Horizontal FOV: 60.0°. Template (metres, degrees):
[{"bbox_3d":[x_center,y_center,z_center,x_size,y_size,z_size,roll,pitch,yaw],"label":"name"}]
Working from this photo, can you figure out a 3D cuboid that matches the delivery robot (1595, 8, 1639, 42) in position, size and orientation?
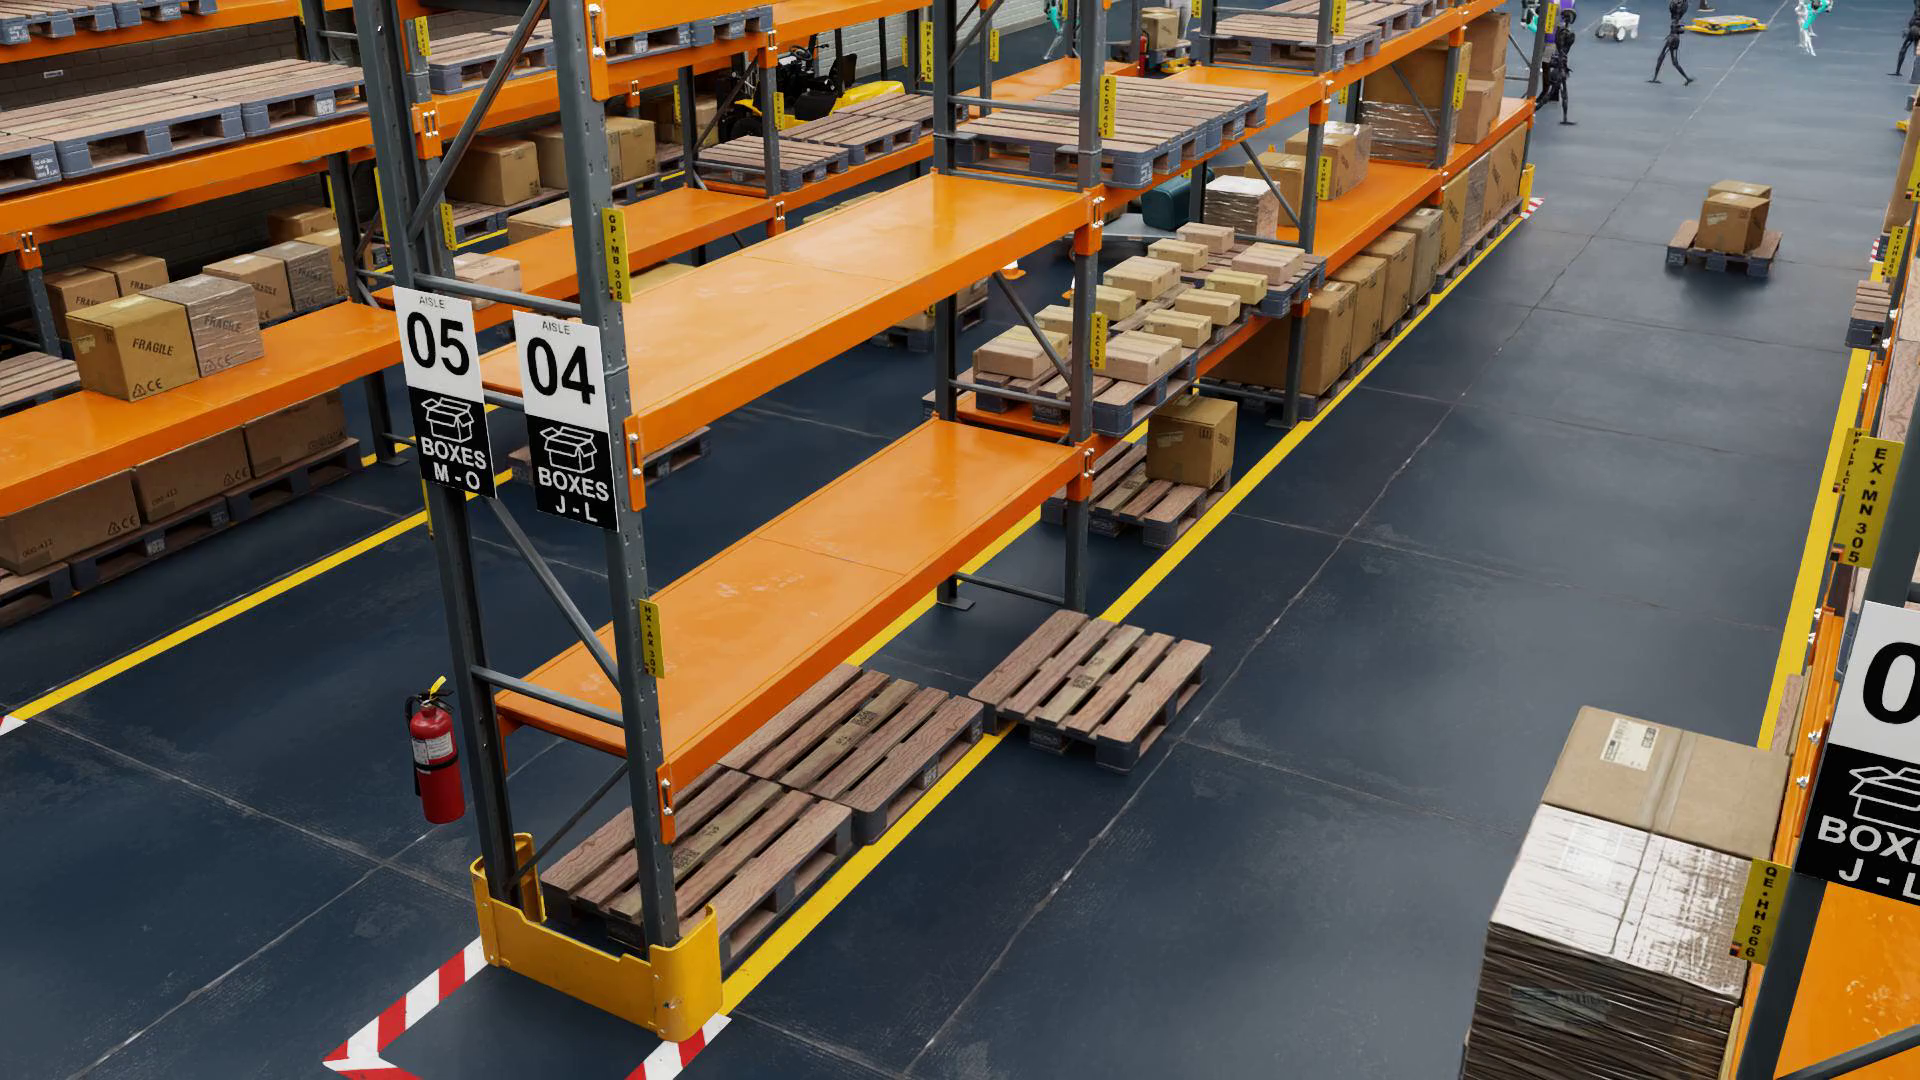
[{"bbox_3d":[12.256,-9.584,30.928,0.770,0.595,0.499,-16,30,-29],"label":"delivery robot"}]

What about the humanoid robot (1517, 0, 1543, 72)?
[{"bbox_3d":[9.692,-8.631,27.625,0.534,1.779,0.856,-18,31,-33],"label":"humanoid robot"}]

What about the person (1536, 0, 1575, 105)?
[{"bbox_3d":[8.989,-7.599,25.192,0.601,1.957,0.382,-18,31,-33],"label":"person"}]

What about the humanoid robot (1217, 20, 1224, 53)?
[{"bbox_3d":[3.480,-6.281,22.808,0.596,1.631,0.735,19,32,34],"label":"humanoid robot"}]

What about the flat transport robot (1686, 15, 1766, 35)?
[{"bbox_3d":[14.662,-9.852,31.813,1.431,0.231,0.659,-13,28,-24],"label":"flat transport robot"}]

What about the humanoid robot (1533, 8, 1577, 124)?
[{"bbox_3d":[8.583,-6.791,23.887,0.764,1.637,0.601,12,28,23],"label":"humanoid robot"}]

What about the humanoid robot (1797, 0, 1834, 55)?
[{"bbox_3d":[15.071,-9.476,29.377,0.544,1.803,0.802,-15,29,-28],"label":"humanoid robot"}]

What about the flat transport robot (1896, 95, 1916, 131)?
[{"bbox_3d":[14.136,-5.870,23.540,1.431,0.231,0.659,0,26,0],"label":"flat transport robot"}]

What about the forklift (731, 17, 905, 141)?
[{"bbox_3d":[-1.819,-5.975,21.543,2.313,2.155,1.214,14,29,26],"label":"forklift"}]

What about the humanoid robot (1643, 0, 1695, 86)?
[{"bbox_3d":[11.497,-8.111,26.636,0.743,1.654,0.616,10,27,20],"label":"humanoid robot"}]

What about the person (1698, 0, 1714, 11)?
[{"bbox_3d":[15.198,-11.857,34.067,0.733,1.931,0.709,10,28,20],"label":"person"}]

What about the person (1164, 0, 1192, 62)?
[{"bbox_3d":[3.775,-9.181,28.497,0.627,1.940,0.376,-9,27,-18],"label":"person"}]

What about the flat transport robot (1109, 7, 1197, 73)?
[{"bbox_3d":[3.279,-8.119,28.213,1.431,0.231,0.659,23,34,39],"label":"flat transport robot"}]

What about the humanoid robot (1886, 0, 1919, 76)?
[{"bbox_3d":[15.742,-8.410,27.225,0.609,1.635,0.692,-21,33,-37],"label":"humanoid robot"}]

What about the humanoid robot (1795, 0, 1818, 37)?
[{"bbox_3d":[15.940,-10.308,31.009,0.688,1.751,0.530,-4,26,-9],"label":"humanoid robot"}]

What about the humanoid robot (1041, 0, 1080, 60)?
[{"bbox_3d":[1.772,-9.183,28.762,0.916,1.779,0.563,-23,34,-39],"label":"humanoid robot"}]
